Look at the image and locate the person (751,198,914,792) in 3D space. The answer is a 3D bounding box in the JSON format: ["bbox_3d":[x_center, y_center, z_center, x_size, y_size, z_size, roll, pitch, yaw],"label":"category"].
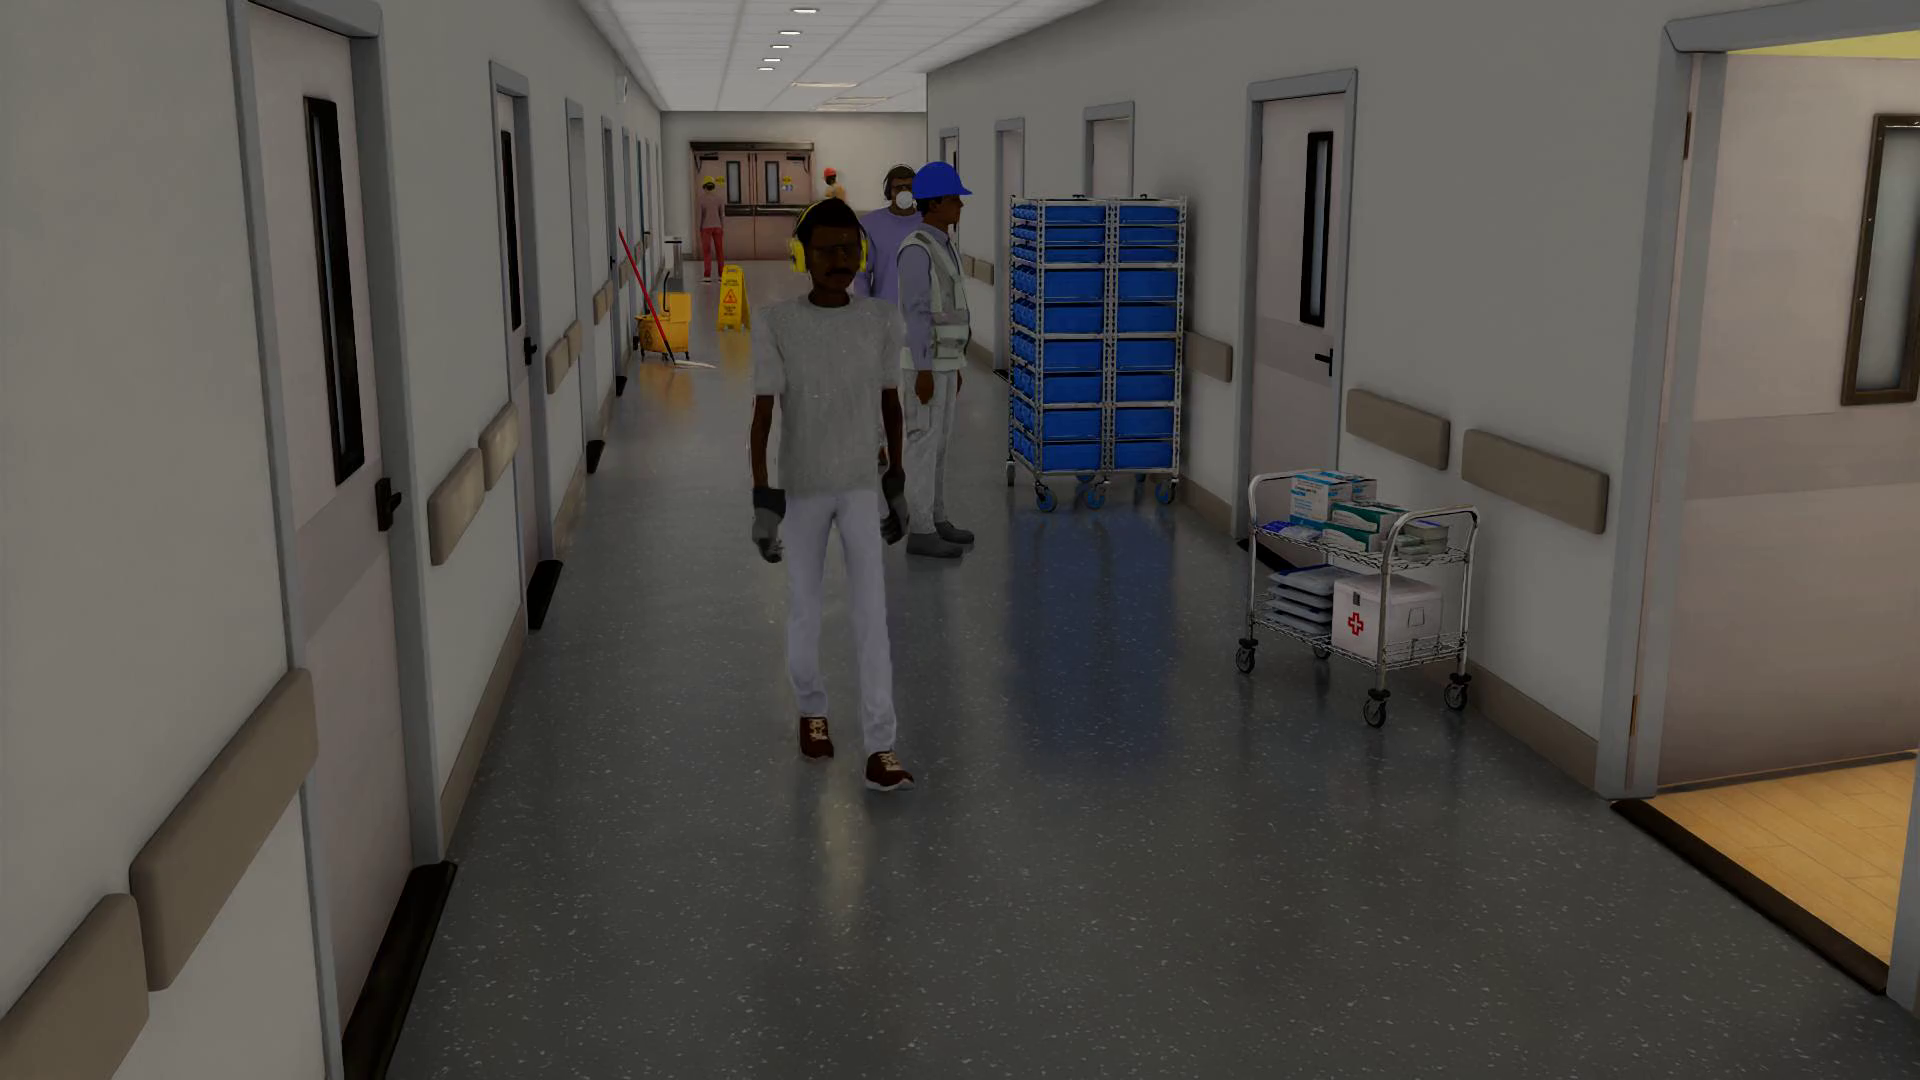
[{"bbox_3d":[-0.375,-0.123,5.169,0.558,1.828,0.930,-4,13,-16],"label":"person"}]

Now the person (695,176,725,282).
[{"bbox_3d":[-4.195,-5.221,27.950,0.522,1.769,0.318,-7,15,-29],"label":"person"}]

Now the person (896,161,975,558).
[{"bbox_3d":[-0.129,-0.897,8.335,0.381,1.951,0.607,3,13,13],"label":"person"}]

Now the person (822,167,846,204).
[{"bbox_3d":[-2.456,-6.091,31.535,0.946,1.886,0.567,7,14,28],"label":"person"}]

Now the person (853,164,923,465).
[{"bbox_3d":[-0.383,-1.460,10.859,0.627,1.941,0.372,-3,13,-15],"label":"person"}]
